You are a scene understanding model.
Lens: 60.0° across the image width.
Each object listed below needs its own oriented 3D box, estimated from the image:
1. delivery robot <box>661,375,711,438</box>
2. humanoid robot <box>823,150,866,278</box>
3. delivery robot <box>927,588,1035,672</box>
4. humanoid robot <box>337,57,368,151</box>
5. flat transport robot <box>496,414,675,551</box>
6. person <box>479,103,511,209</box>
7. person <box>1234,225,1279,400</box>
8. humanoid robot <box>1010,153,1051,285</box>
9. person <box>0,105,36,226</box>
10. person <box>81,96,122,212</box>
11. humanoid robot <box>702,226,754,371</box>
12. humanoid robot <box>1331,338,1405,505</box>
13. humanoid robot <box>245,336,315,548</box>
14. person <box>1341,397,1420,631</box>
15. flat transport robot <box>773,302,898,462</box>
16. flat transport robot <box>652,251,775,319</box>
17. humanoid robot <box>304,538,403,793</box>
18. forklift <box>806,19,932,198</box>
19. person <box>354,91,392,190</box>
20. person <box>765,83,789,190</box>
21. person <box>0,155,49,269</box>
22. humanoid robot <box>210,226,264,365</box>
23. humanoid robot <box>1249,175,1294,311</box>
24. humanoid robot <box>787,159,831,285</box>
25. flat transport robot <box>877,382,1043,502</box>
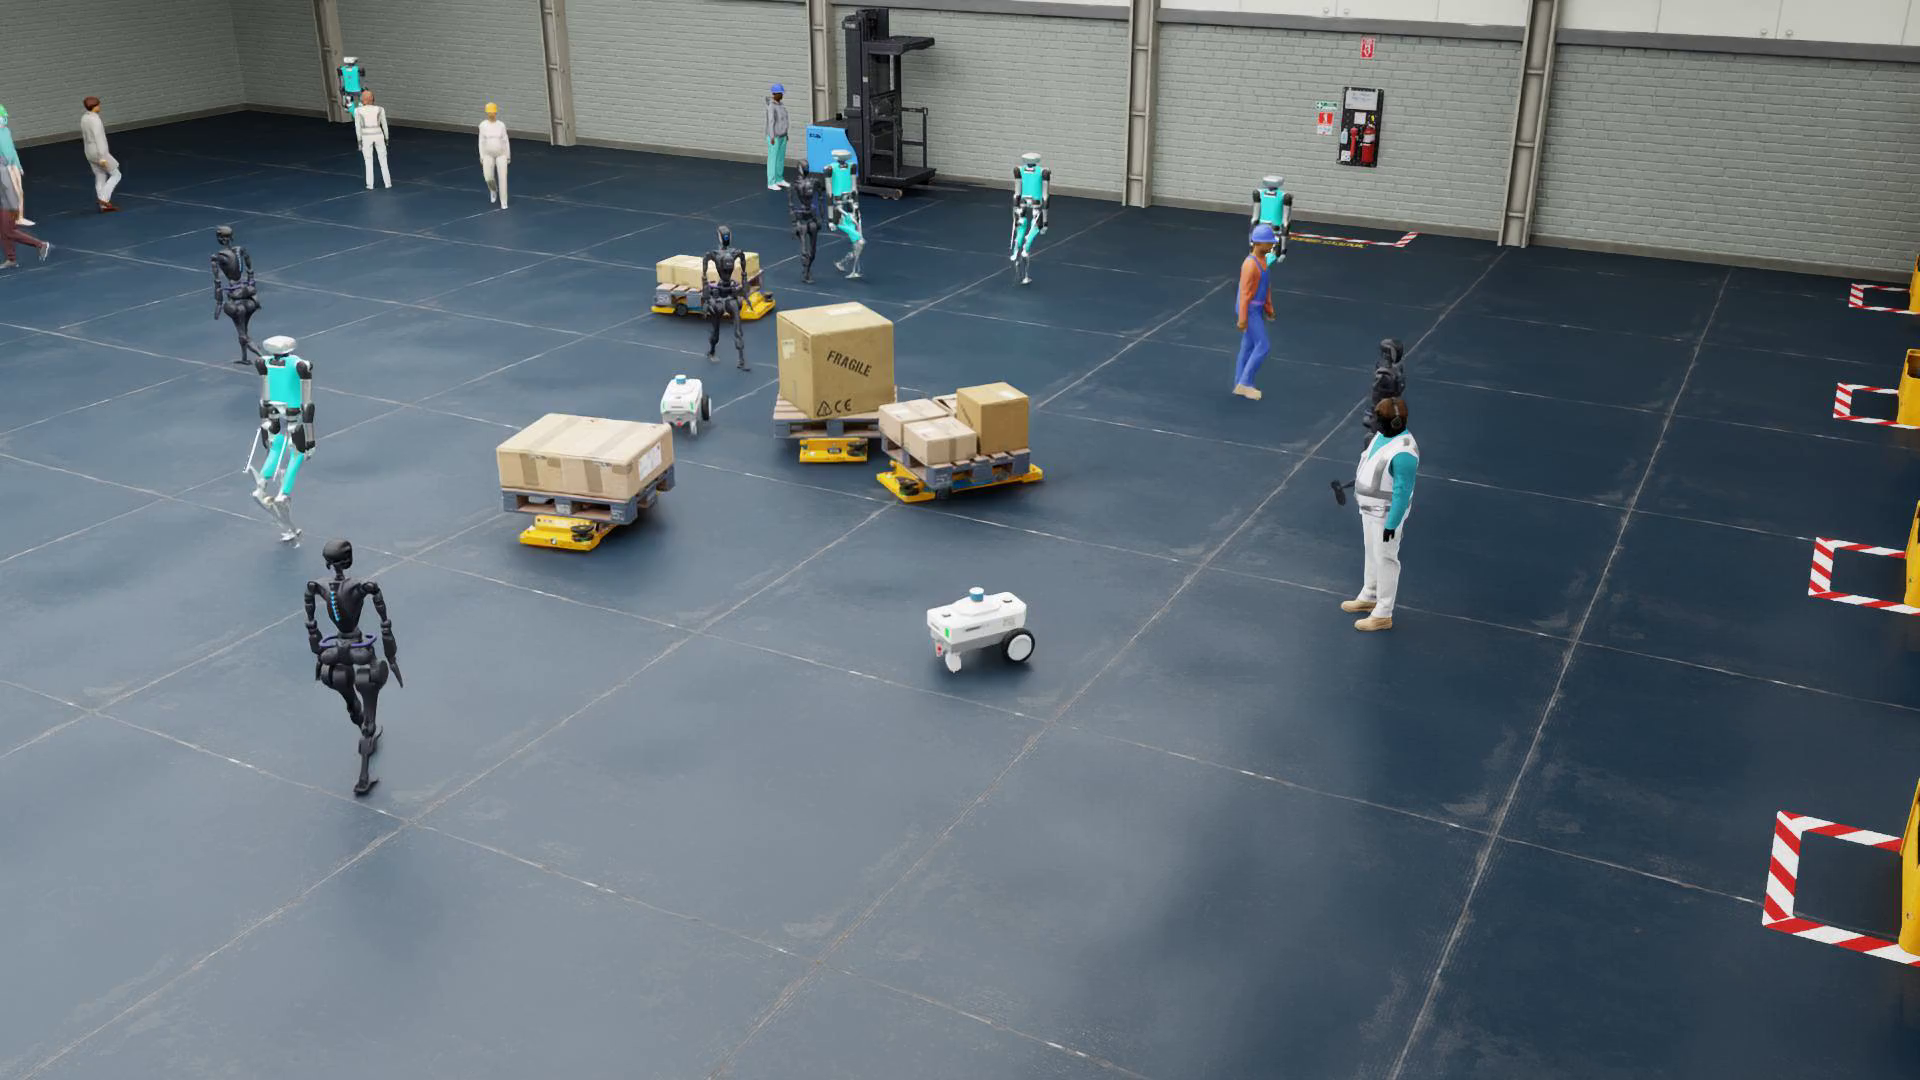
[{"bbox_3d":[-2.842,-1.402,17.035,0.499,0.570,0.750,-1,23,-1],"label":"delivery robot"},{"bbox_3d":[-1.459,-4.350,22.446,0.547,1.731,1.064,-20,30,-38],"label":"humanoid robot"},{"bbox_3d":[0.150,0.641,12.332,0.786,0.614,0.525,-12,26,-26],"label":"delivery robot"},{"bbox_3d":[-11.456,-8.386,31.852,0.550,1.779,0.928,1,23,2],"label":"humanoid robot"},{"bbox_3d":[-3.293,-0.281,14.817,0.659,0.231,1.431,6,24,14],"label":"flat transport robot"},{"bbox_3d":[-7.482,-6.187,26.759,0.496,1.683,0.425,-5,24,-12],"label":"person"},{"bbox_3d":[3.184,-2.428,17.755,0.503,1.891,0.539,9,25,20],"label":"person"},{"bbox_3d":[0.846,-4.142,22.080,0.539,1.887,0.727,12,26,26],"label":"humanoid robot"},{"bbox_3d":[-14.554,-5.711,25.433,0.418,1.857,0.537,3,23,6],"label":"person"},{"bbox_3d":[-13.674,-6.128,26.473,0.533,1.812,0.426,17,29,35],"label":"person"},{"bbox_3d":[-2.660,-2.756,18.853,0.601,1.624,0.780,-13,26,-28],"label":"humanoid robot"},{"bbox_3d":[3.708,-1.024,14.794,0.647,1.637,0.596,17,28,34],"label":"humanoid robot"},{"bbox_3d":[-5.835,-0.759,14.184,0.540,1.851,0.792,7,24,17],"label":"humanoid robot"},{"bbox_3d":[3.208,-0.211,12.666,0.429,1.842,0.625,-2,23,-4],"label":"person"},{"bbox_3d":[-1.227,-1.101,16.726,0.659,0.231,1.431,-1,23,-1],"label":"flat transport robot"},{"bbox_3d":[-3.144,-3.028,21.211,1.431,0.231,0.659,5,24,12],"label":"flat transport robot"},{"bbox_3d":[-3.885,0.750,10.679,0.589,1.622,0.770,1,23,2],"label":"humanoid robot"},{"bbox_3d":[-1.573,-7.292,27.850,1.873,2.768,1.129,12,26,25],"label":"forklift"},{"bbox_3d":[-9.967,-6.794,28.263,0.524,1.626,0.325,-10,25,-23],"label":"person"},{"bbox_3d":[-3.097,-6.843,28.199,0.372,1.770,0.519,8,25,18],"label":"person"},{"bbox_3d":[-13.207,-4.672,23.114,0.592,1.788,0.589,-20,30,-39],"label":"person"},{"bbox_3d":[-8.092,-2.715,18.767,0.740,1.647,0.595,10,25,22],"label":"humanoid robot"},{"bbox_3d":[3.765,-3.619,20.724,0.542,1.747,0.941,16,28,33],"label":"humanoid robot"},{"bbox_3d":[-2.047,-4.316,22.465,0.606,1.659,0.599,-16,28,-33],"label":"humanoid robot"},{"bbox_3d":[-0.024,-0.661,15.701,1.431,0.231,0.659,-11,26,-24],"label":"flat transport robot"}]
